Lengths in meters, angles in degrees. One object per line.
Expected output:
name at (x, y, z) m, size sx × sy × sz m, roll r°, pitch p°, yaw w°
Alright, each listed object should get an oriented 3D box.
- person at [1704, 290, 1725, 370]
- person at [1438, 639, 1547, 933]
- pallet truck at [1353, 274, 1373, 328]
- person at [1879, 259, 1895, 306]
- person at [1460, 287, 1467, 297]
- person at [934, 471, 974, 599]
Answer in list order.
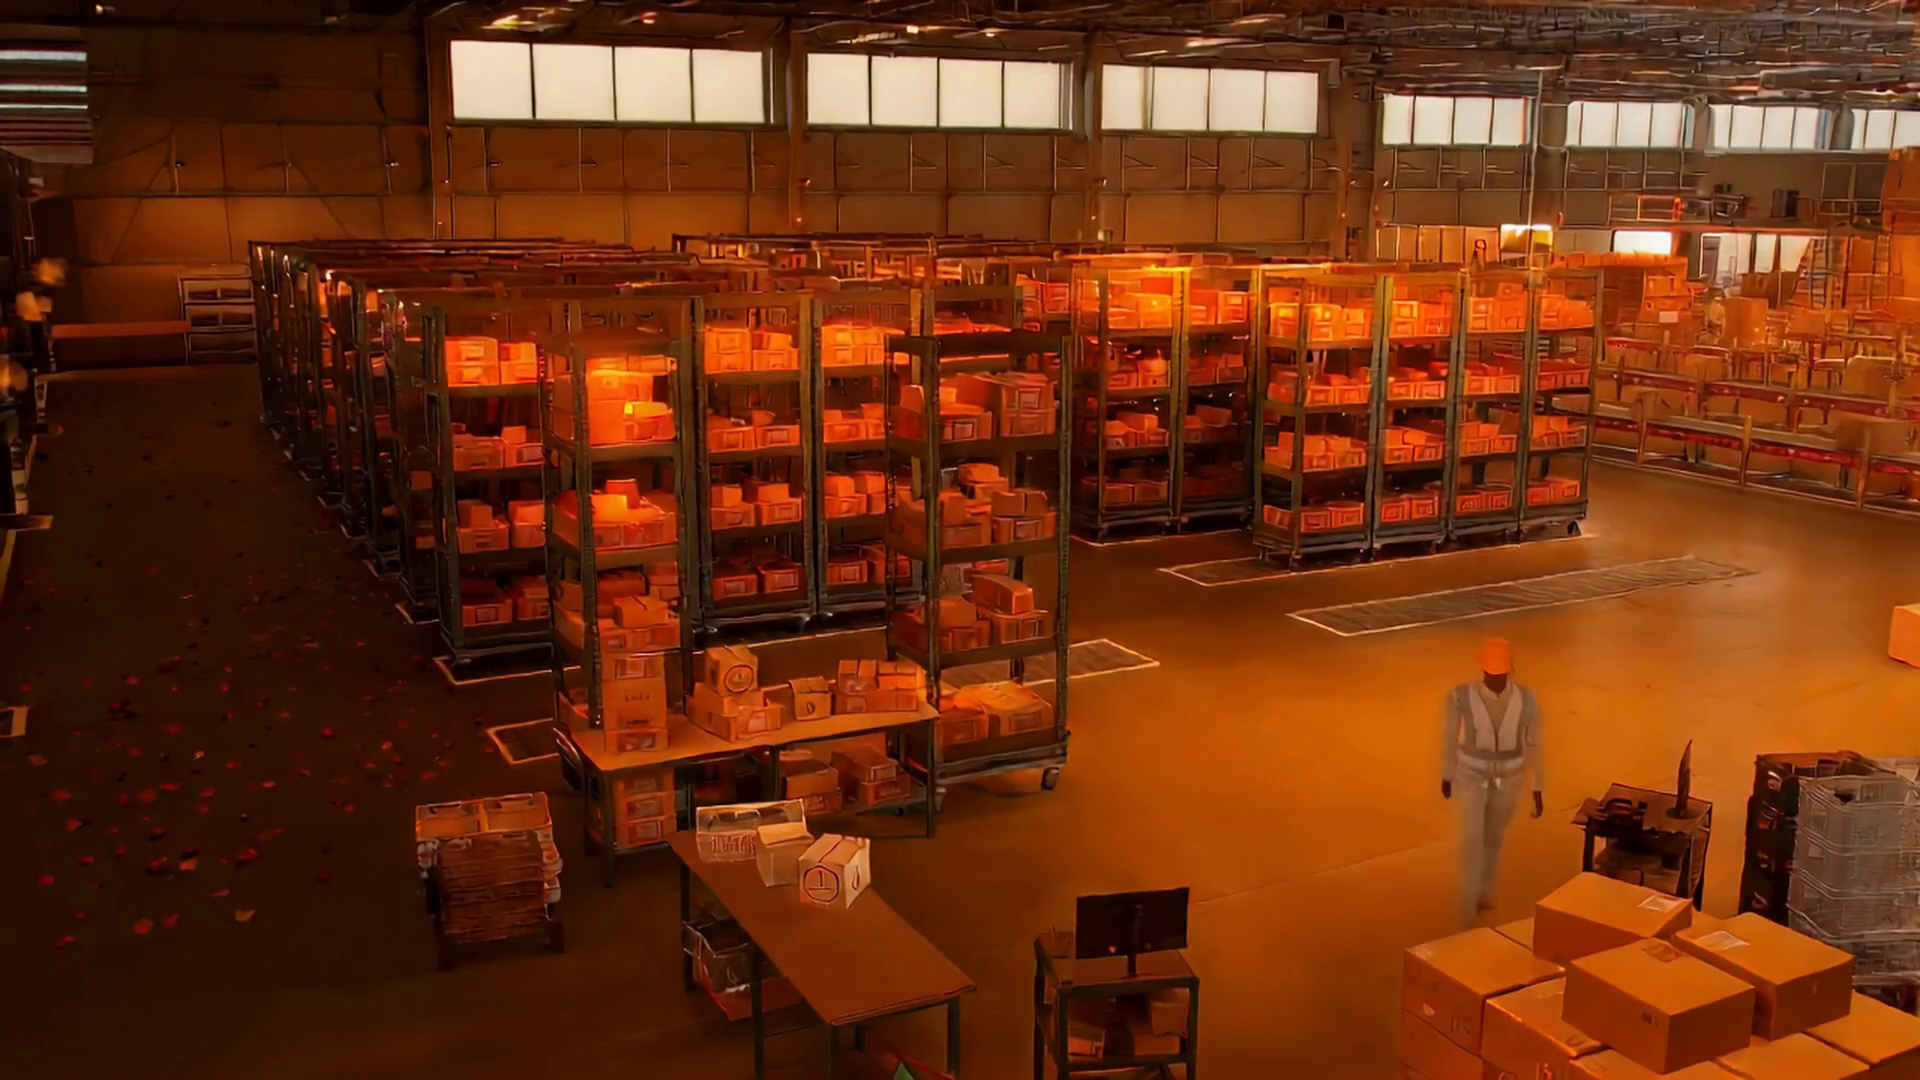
person at (19.413, -5.395, 42.743) m, size 0.389 × 2.034 × 0.605 m, roll -5°, pitch 13°, yaw -21°
person at (3.383, 1.552, 10.555) m, size 0.614 × 1.893 × 0.962 m, roll 1°, pitch 12°, yaw 7°
pallet truck at (13.011, -8.050, 55.243) m, size 0.823 × 1.965 × 1.885 m, roll -7°, pitch 14°, yaw -28°
person at (36.182, -10.027, 64.848) m, size 0.508 × 1.847 × 0.345 m, roll -9°, pitch 15°, yaw -35°
person at (14.246, -6.225, 46.999) m, size 0.830 × 1.871 × 0.637 m, roll -8°, pitch 14°, yaw -33°
person at (-0.052, 0.142, 17.417) m, size 0.872 × 1.802 × 0.604 m, roll -10°, pitch 15°, yaw -38°
